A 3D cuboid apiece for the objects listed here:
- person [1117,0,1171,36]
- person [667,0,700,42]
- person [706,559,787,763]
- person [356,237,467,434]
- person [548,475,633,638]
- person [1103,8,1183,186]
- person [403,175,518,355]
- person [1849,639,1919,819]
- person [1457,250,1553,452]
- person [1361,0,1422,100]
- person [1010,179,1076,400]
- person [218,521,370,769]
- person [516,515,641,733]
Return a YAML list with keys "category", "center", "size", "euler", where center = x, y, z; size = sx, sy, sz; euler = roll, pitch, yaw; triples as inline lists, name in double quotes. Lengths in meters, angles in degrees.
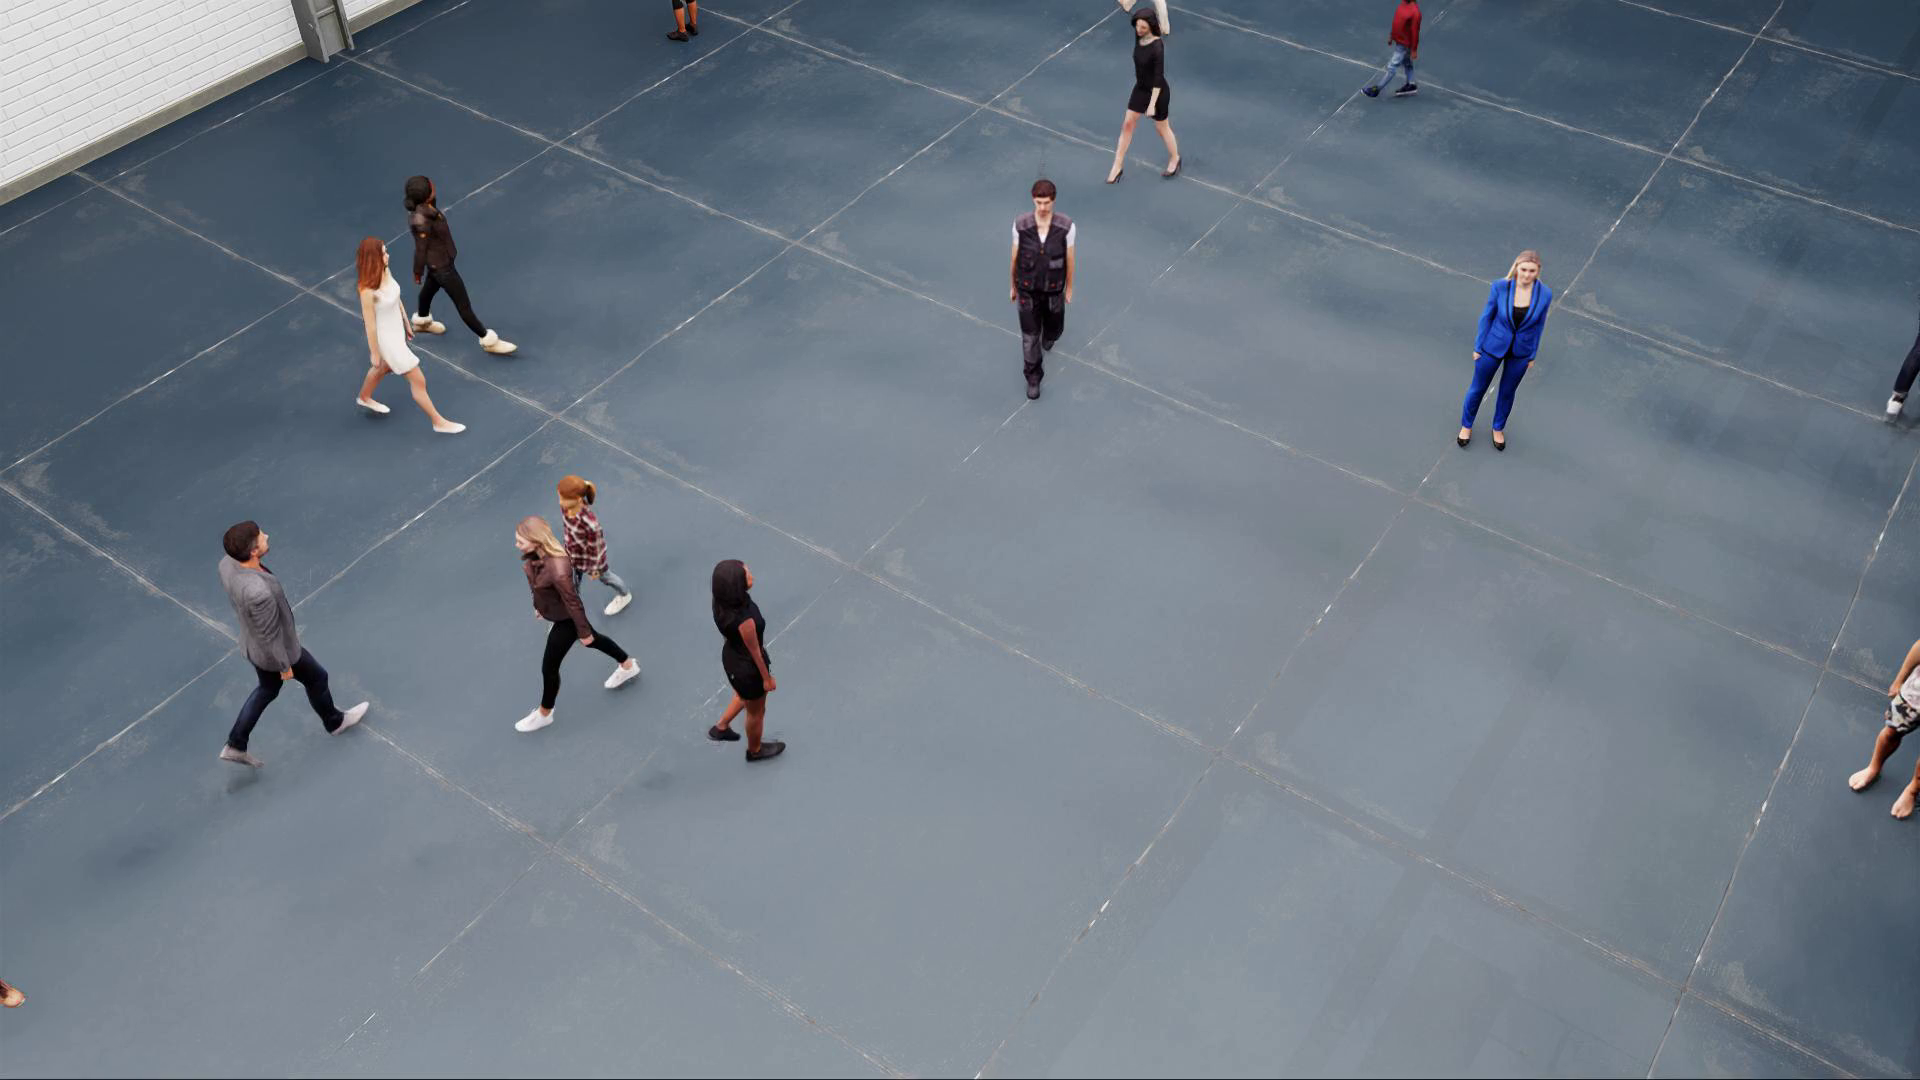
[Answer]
- category: "person"
  center: [2.059, -6.085, 17.330]
  size: [1.083, 1.678, 0.813]
  euler: [-33, 53, -30]
- category: "person"
  center: [-2.945, -6.012, 17.266]
  size: [0.632, 1.661, 0.439]
  euler: [25, 49, 24]
- category: "person"
  center: [-1.372, 0.791, 10.078]
  size: [0.836, 1.726, 0.766]
  euler: [-17, 46, -17]
- category: "person"
  center: [-4.397, -1.535, 12.566]
  size: [0.987, 1.661, 1.172]
  euler: [7, 44, 7]
- category: "person"
  center: [-2.452, 0.067, 11.167]
  size: [0.614, 1.272, 0.905]
  euler: [32, 52, 29]
- category: "person"
  center: [1.808, -4.034, 15.120]
  size: [1.157, 1.757, 0.928]
  euler: [-17, 46, -17]
- category: "person"
  center: [-4.009, -2.221, 13.301]
  size: [1.138, 1.640, 1.164]
  euler: [-34, 53, -30]
- category: "person"
  center: [5.846, 0.910, 9.891]
  size: [0.647, 1.810, 0.720]
  euler: [-32, 52, -29]
- category: "person"
  center: [4.072, -1.428, 12.425]
  size: [0.697, 1.701, 0.691]
  euler: [7, 44, 7]
- category: "person"
  center: [4.456, -4.945, 16.458]
  size: [0.903, 1.230, 0.851]
  euler: [-6, 44, -6]
- category: "person"
  center: [0.634, -2.015, 12.947]
  size: [0.953, 1.830, 1.104]
  euler: [3, 44, 3]
- category: "person"
  center: [-4.246, 0.692, 10.100]
  size: [0.793, 1.838, 1.197]
  euler: [32, 52, 29]
- category: "person"
  center: [-2.410, 0.452, 10.486]
  size: [1.203, 1.653, 0.939]
  euler: [-23, 48, -22]
